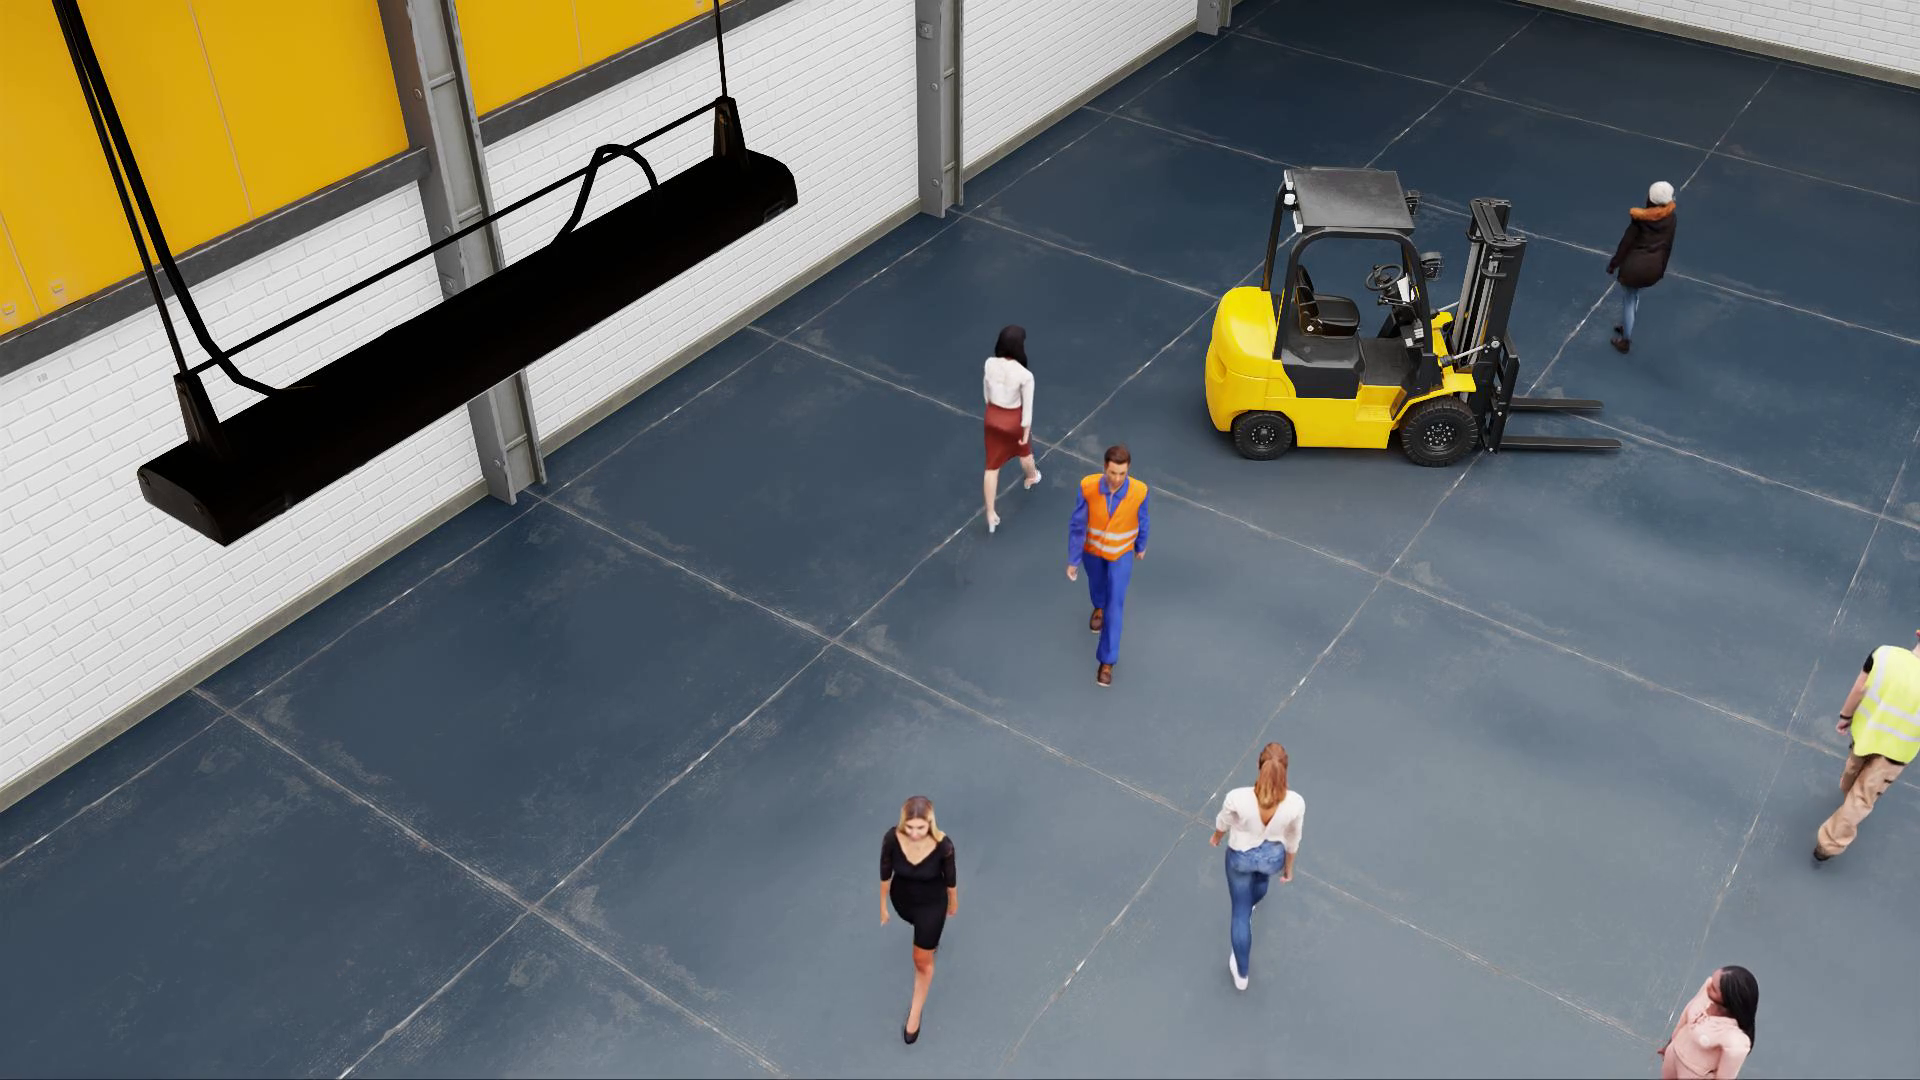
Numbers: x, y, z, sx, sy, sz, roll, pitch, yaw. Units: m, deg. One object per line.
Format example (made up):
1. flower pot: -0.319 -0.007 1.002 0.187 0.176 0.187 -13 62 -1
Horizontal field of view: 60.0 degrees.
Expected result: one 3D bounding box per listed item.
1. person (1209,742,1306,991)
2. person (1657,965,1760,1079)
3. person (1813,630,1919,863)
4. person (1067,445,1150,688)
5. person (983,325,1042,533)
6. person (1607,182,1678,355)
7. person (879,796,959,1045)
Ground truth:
1. person: 1.674 1.883 9.404 0.976 1.683 1.128 0 39 0
2. person: 3.697 2.692 8.360 0.759 1.722 0.653 2 39 2
3. person: 5.599 1.240 10.118 1.235 1.797 0.881 -29 47 -32
4. person: 1.027 0.032 11.632 1.050 1.796 1.346 7 39 9
5. person: 0.314 -0.810 12.754 0.717 1.711 1.060 16 41 20
6. person: 6.100 -2.393 14.807 0.740 1.622 0.807 -11 40 -13
7. person: -0.212 1.974 9.326 0.831 1.640 1.138 9 39 11
